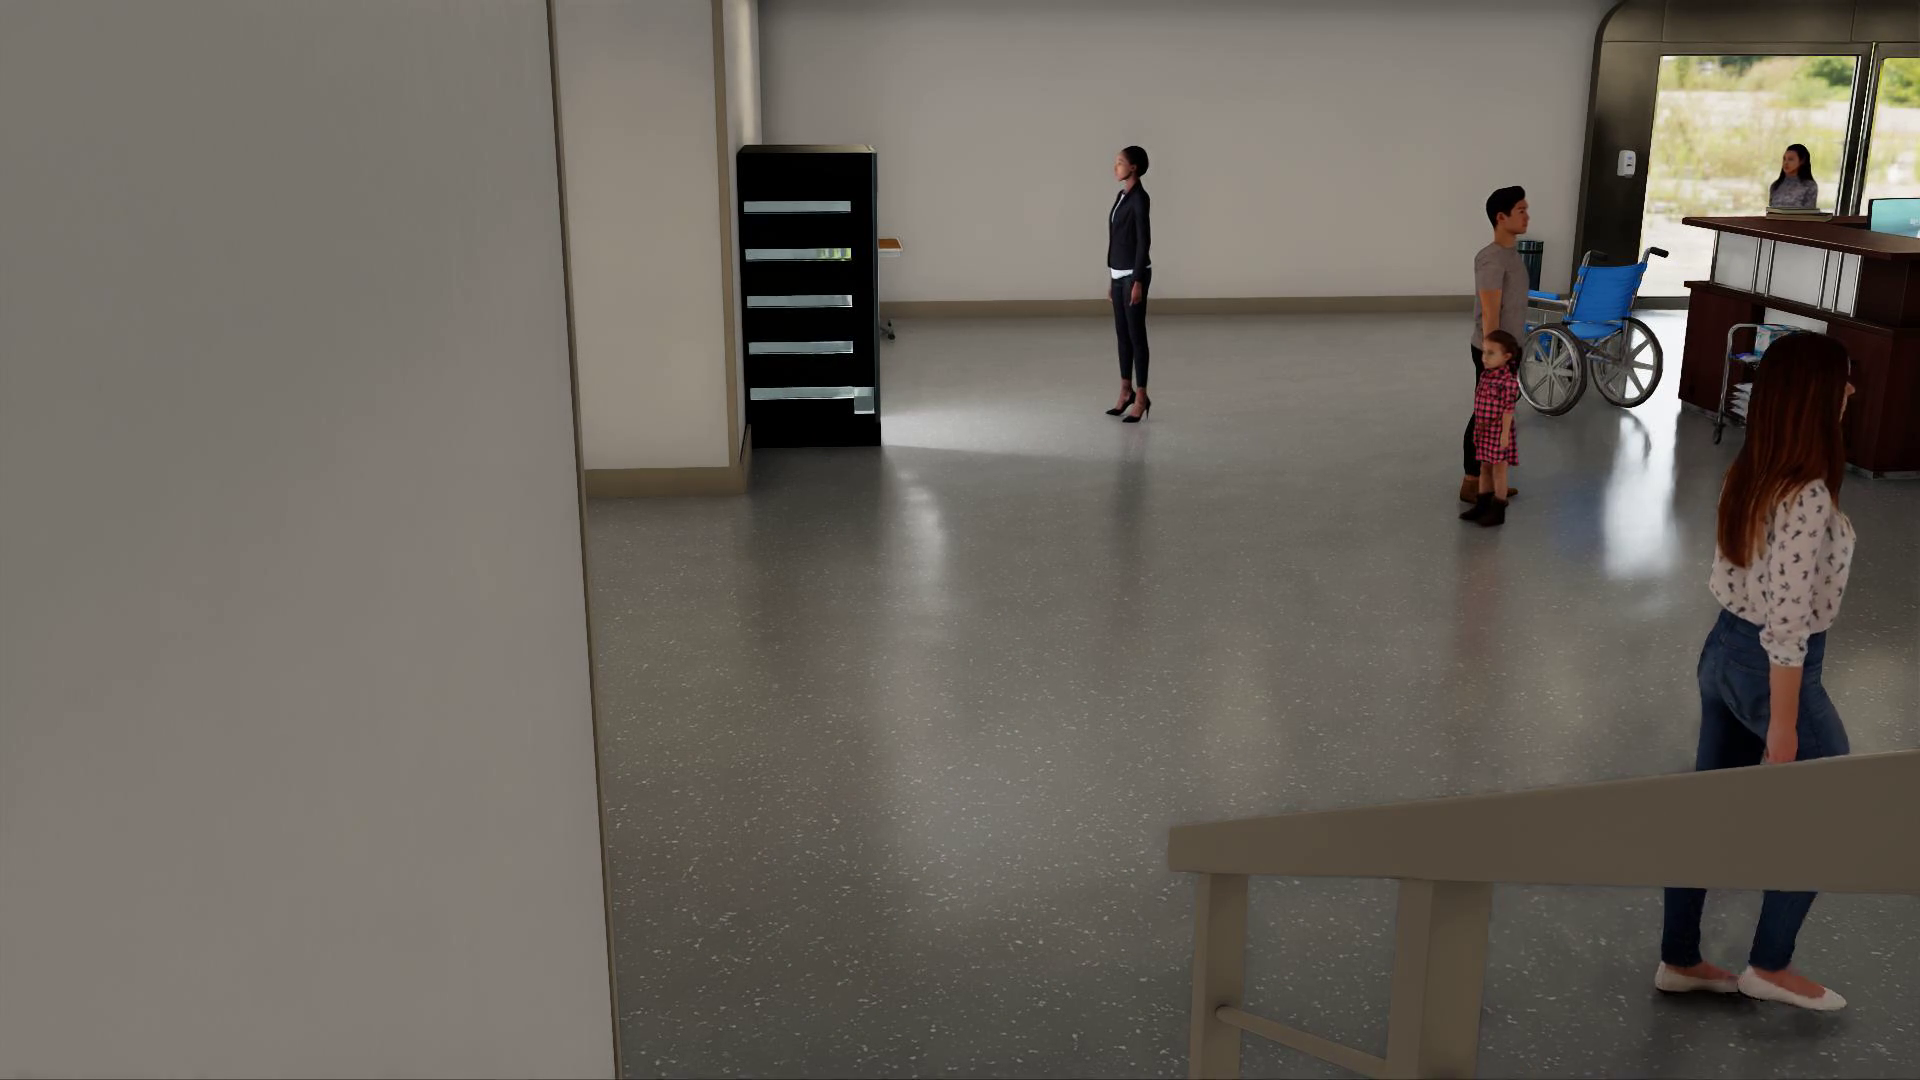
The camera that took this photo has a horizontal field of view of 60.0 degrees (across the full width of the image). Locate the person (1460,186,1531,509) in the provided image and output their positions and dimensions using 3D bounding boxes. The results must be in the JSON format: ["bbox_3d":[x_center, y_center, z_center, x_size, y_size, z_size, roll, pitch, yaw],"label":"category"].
[{"bbox_3d":[2.933,-1.067,9.100,0.747,1.724,0.652,9,18,29],"label":"person"}]

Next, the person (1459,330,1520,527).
[{"bbox_3d":[2.803,-0.591,8.704,0.531,1.022,0.444,-6,17,-22],"label":"person"}]

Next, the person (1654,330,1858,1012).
[{"bbox_3d":[1.878,0.382,4.079,0.689,1.659,0.621,0,16,1],"label":"person"}]

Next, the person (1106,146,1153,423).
[{"bbox_3d":[1.149,-1.722,11.222,0.714,1.834,0.536,-5,16,-16],"label":"person"}]

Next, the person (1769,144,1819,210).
[{"bbox_3d":[7.042,-2.435,14.033,1.070,1.681,1.172,-11,19,-34],"label":"person"}]
